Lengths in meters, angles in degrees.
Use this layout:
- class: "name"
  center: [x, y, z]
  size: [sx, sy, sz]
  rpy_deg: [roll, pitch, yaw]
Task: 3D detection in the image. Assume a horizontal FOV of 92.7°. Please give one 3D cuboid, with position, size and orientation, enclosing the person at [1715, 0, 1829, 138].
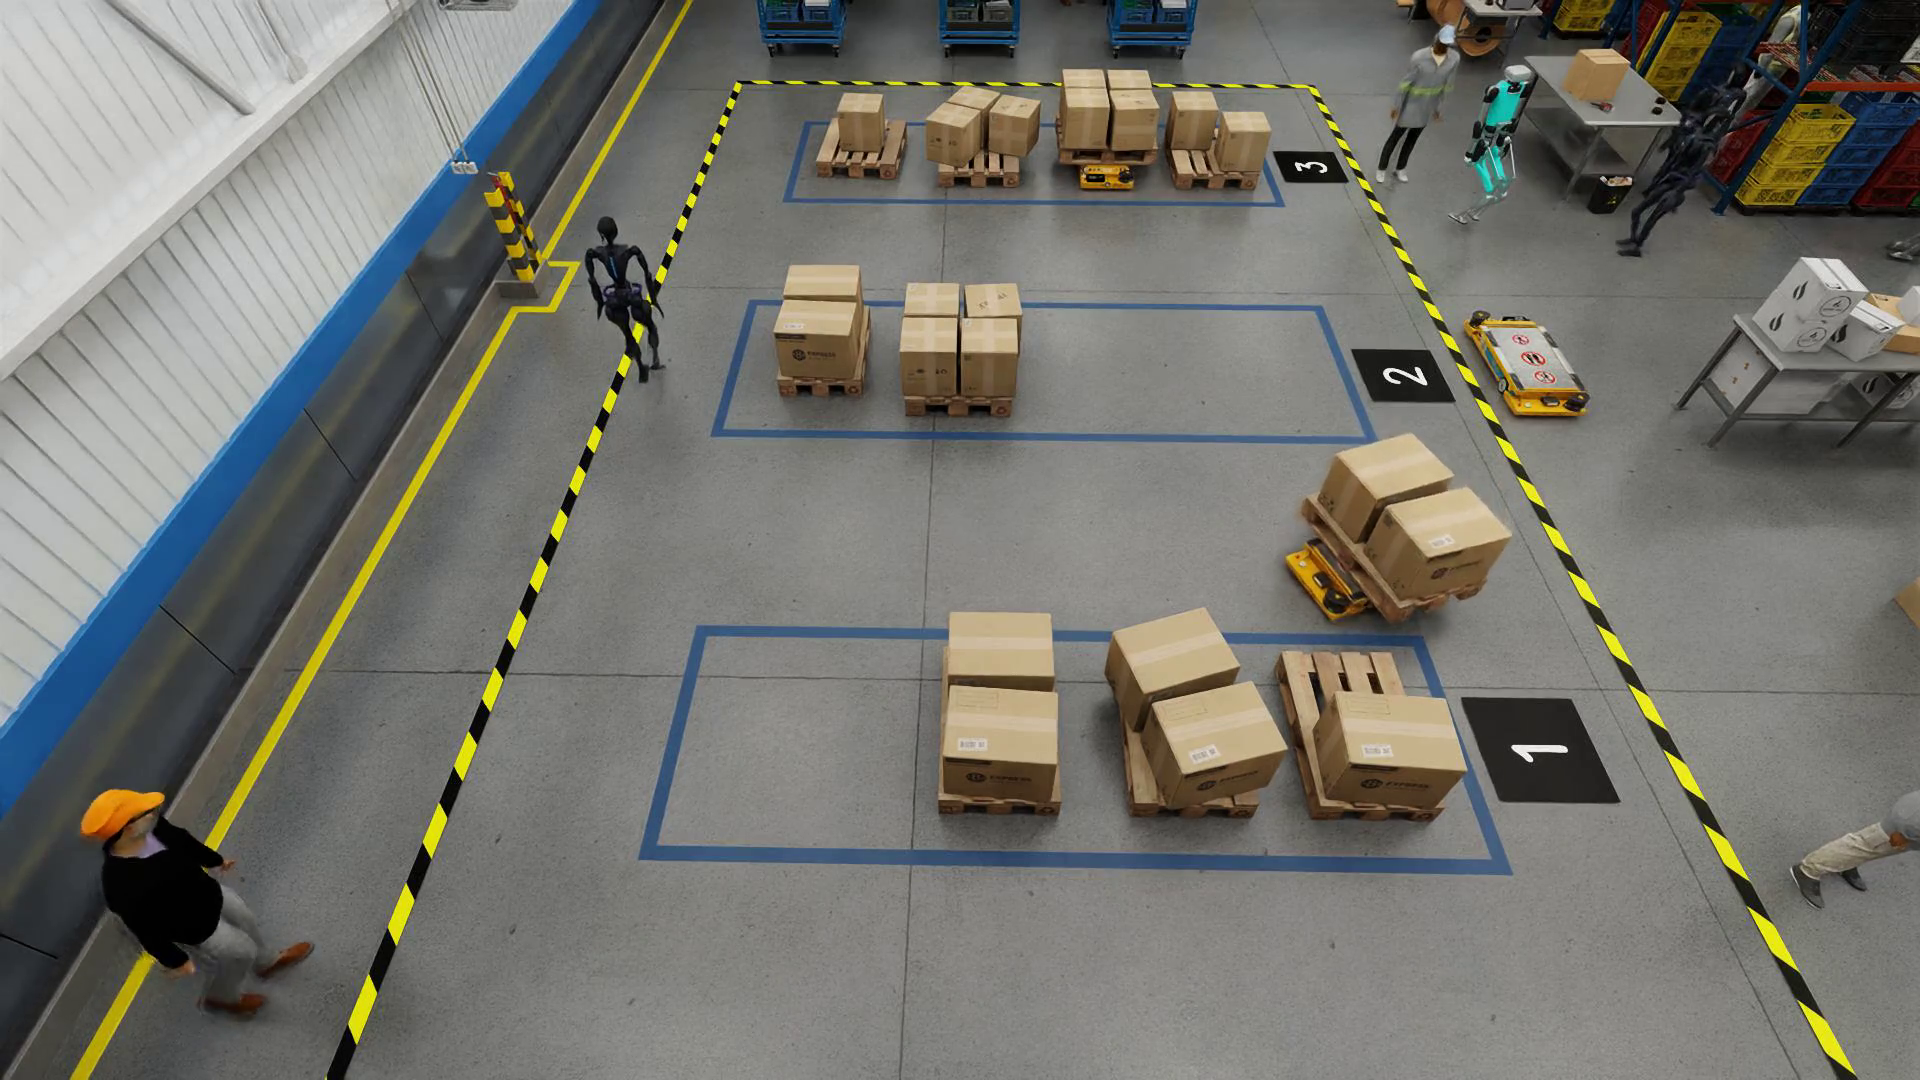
- class: "person"
  center: [10.531, -6.152, 11.827]
  size: [0.617, 1.836, 0.432]
  rpy_deg: [-19, 52, -16]

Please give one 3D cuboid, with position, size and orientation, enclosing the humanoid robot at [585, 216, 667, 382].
- class: "humanoid robot"
  center: [-3.103, -2.215, 8.521]
  size: [0.609, 1.646, 0.336]
  rpy_deg: [-9, 50, -7]

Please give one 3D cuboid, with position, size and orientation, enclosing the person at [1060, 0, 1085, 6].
- class: "person"
  center: [1.911, -9.788, 14.912]
  size: [0.620, 1.932, 0.370]
  rpy_deg: [-12, 50, -10]

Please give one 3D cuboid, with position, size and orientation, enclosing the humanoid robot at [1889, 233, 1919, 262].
- class: "humanoid robot"
  center: [10.793, -3.823, 9.820]
  size: [0.753, 1.705, 0.530]
  rpy_deg: [27, 54, 21]

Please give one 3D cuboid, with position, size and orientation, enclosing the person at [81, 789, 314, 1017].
- class: "person"
  center: [-4.050, 1.933, 4.822]
  size: [0.643, 1.840, 0.637]
  rpy_deg: [-22, 53, -18]

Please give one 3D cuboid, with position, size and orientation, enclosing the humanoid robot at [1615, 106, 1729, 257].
- class: "humanoid robot"
  center: [7.712, -3.835, 9.921]
  size: [0.343, 1.652, 0.590]
  rpy_deg: [7, 50, 6]

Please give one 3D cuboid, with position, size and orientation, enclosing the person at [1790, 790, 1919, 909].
- class: "person"
  center: [5.501, 1.581, 5.174]
  size: [0.572, 1.762, 0.404]
  rpy_deg: [-13, 50, -11]

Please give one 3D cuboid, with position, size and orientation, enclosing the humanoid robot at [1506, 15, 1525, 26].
- class: "humanoid robot"
  center: [8.917, -8.836, 14.239]
  size: [0.540, 1.794, 0.953]
  rpy_deg: [32, 56, 25]

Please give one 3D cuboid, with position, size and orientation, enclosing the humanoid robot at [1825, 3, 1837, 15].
- class: "humanoid robot"
  center: [13.315, -8.422, 13.917]
  size: [0.620, 1.641, 0.613]
  rpy_deg: [-34, 57, -26]

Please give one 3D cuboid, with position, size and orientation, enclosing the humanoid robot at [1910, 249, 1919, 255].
- class: "humanoid robot"
  center: [10.987, -3.629, 9.747]
  size: [0.356, 1.646, 0.602]
  rpy_deg: [-11, 50, -10]

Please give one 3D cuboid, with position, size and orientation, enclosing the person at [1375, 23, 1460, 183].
- class: "person"
  center: [5.504, -5.200, 10.986]
  size: [0.597, 1.850, 0.396]
  rpy_deg: [-1, 49, -1]

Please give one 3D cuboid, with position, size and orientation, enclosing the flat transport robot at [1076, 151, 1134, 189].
- class: "flat transport robot"
  center: [1.845, -4.982, 11.827]
  size: [0.652, 0.197, 1.431]
  rpy_deg: [1, 49, 1]

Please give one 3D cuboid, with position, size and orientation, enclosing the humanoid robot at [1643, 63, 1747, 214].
- class: "humanoid robot"
  center: [8.542, -4.663, 10.637]
  size: [0.609, 1.645, 0.530]
  rpy_deg: [6, 49, 5]

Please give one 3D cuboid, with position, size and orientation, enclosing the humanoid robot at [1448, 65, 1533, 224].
- class: "humanoid robot"
  center: [5.999, -4.301, 10.198]
  size: [0.533, 1.675, 0.735]
  rpy_deg: [-11, 50, -10]

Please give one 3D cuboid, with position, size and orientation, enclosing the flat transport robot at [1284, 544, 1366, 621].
- class: "flat transport robot"
  center: [3.426, 0.158, 7.378]
  size: [1.431, 0.197, 0.652]
  rpy_deg: [-15, 51, -13]

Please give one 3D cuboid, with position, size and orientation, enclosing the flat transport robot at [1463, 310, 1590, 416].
- class: "flat transport robot"
  center: [5.573, -1.757, 9.054]
  size: [0.659, 0.231, 1.431]
  rpy_deg: [1, 49, 1]
